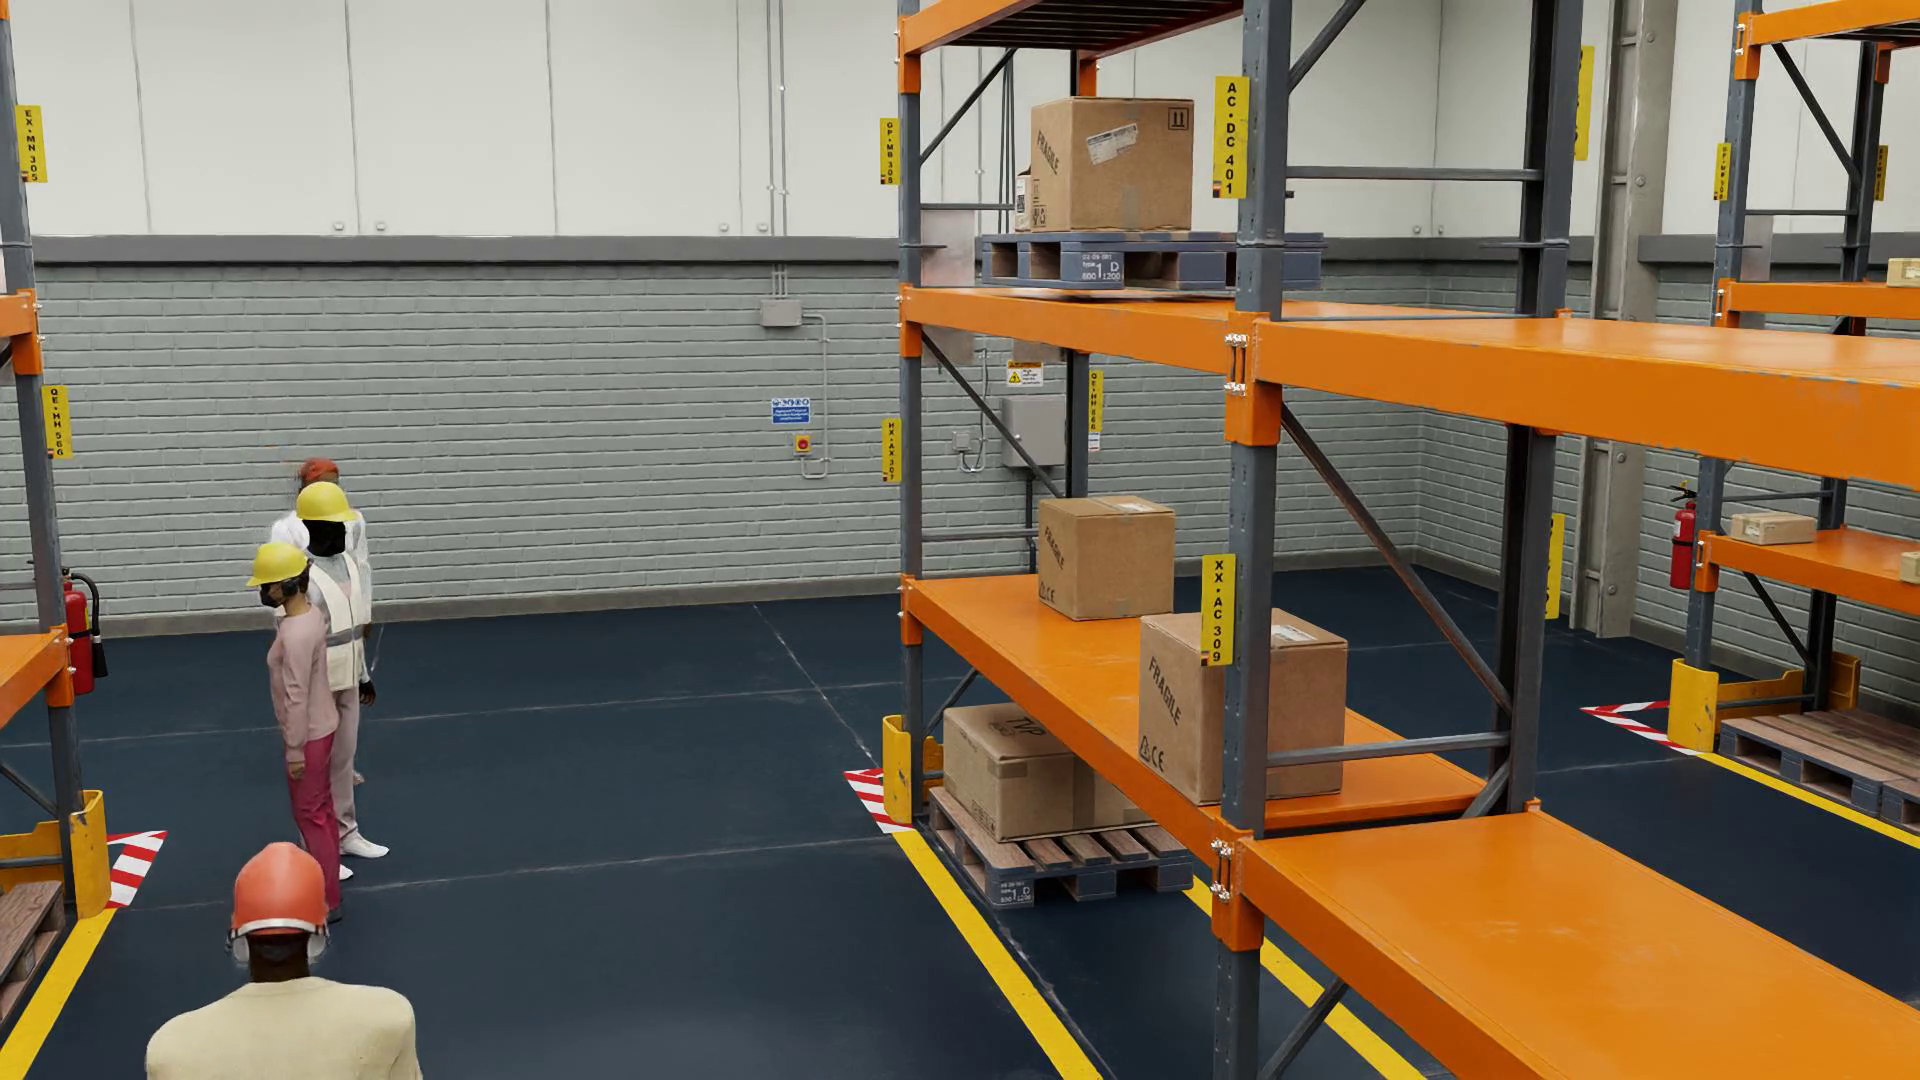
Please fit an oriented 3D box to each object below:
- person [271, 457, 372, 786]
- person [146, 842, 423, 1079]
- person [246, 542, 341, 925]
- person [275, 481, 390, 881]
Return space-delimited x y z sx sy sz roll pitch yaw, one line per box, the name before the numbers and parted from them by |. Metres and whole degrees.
person | -3.647 0.447 9.518 0.661 1.866 0.589 8 13 38
person | -1.511 1.518 3.802 0.590 1.725 0.681 -4 11 -21
person | -2.956 0.869 7.436 0.336 1.754 0.526 -3 10 -14
person | -3.054 0.670 8.081 0.366 1.927 0.585 2 10 13
